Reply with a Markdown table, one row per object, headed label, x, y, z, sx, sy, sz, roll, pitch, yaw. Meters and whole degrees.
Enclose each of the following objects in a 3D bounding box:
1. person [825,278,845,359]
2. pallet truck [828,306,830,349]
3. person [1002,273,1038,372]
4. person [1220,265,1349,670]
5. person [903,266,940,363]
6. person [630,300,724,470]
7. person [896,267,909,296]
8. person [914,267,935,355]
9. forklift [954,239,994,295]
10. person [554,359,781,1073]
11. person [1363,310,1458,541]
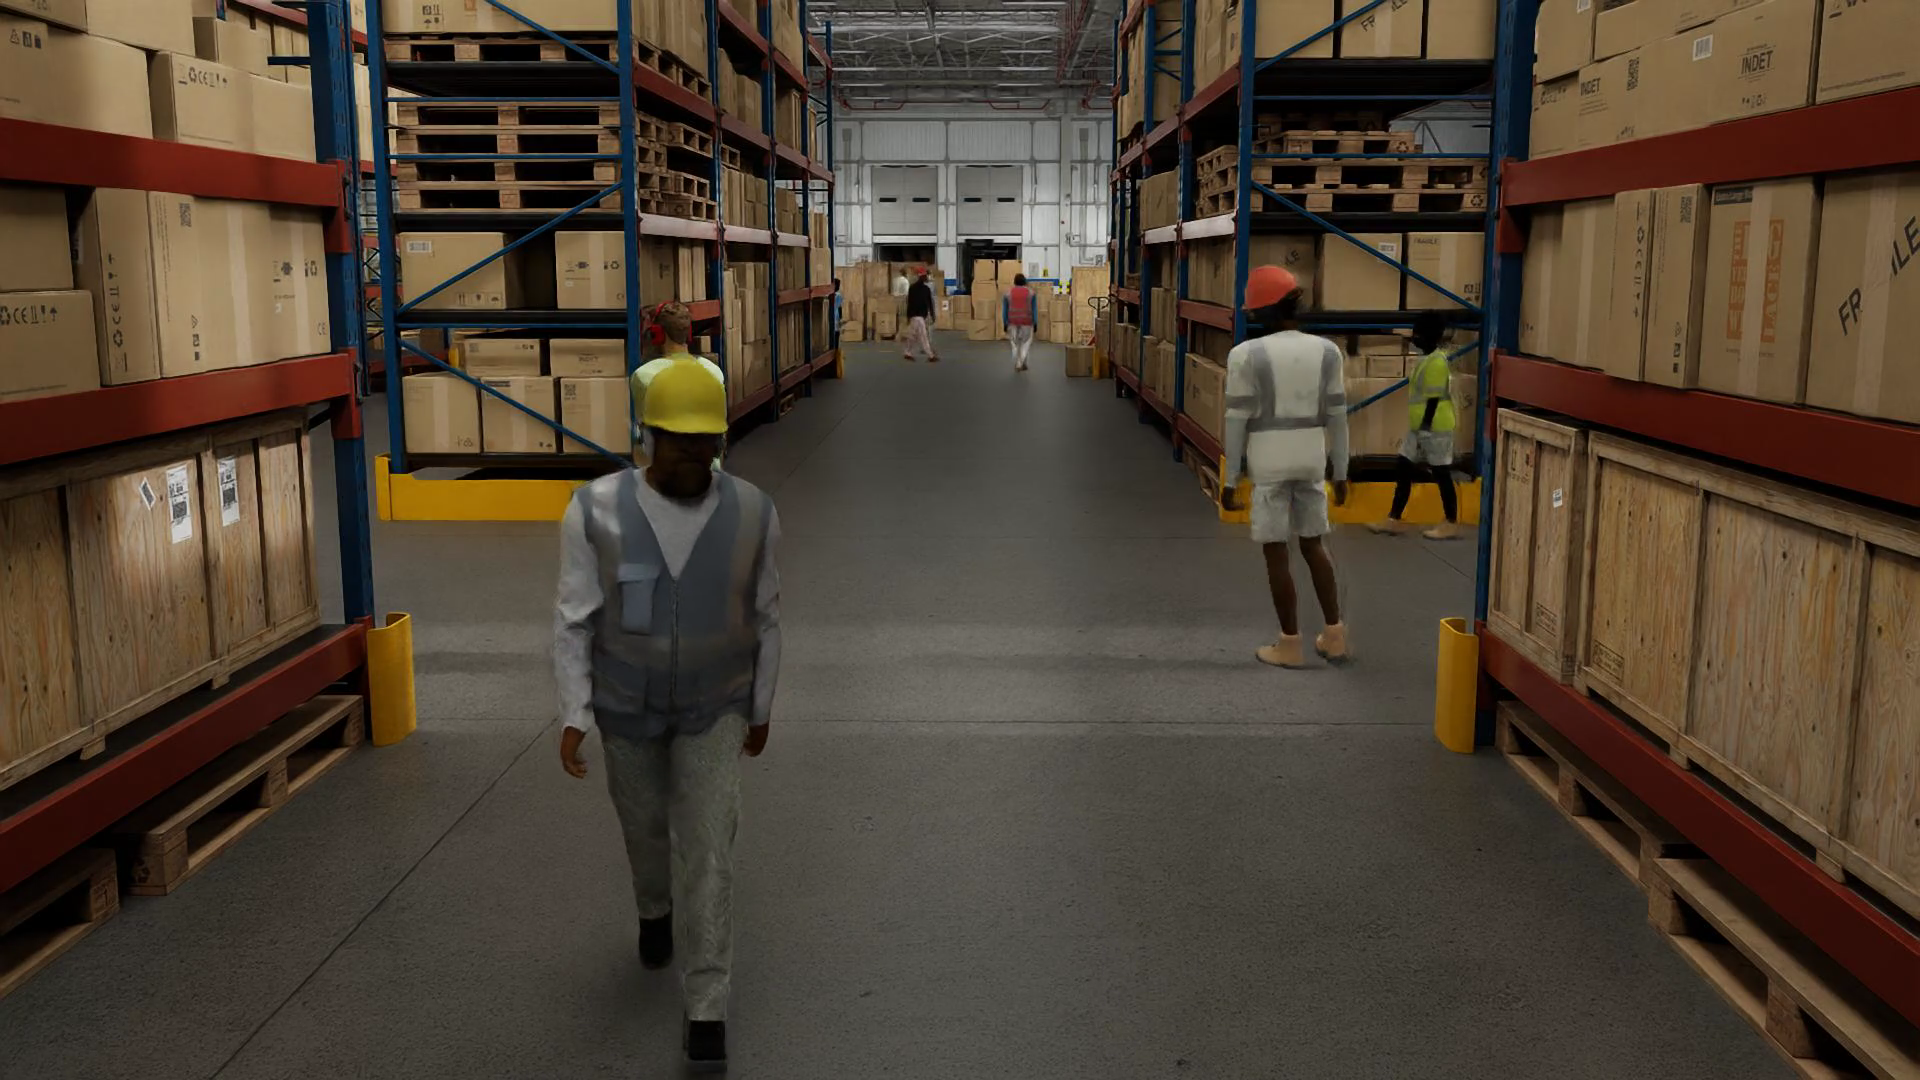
| label | x | y | z | sx | sy | sz | roll | pitch | yaw |
| --- | --- | --- | --- | --- | --- | --- | --- | --- | --- |
| person | -2.632 | -4.635 | 34.853 | 0.318 | 1.698 | 0.539 | -8 | 12 | -39 |
| pallet truck | -3.100 | -3.940 | 29.800 | 1.885 | 1.965 | 0.823 | 3 | 10 | 19 |
| person | 1.120 | -4.023 | 30.812 | 0.661 | 1.821 | 0.657 | 1 | 10 | 7 |
| person | 1.613 | -0.349 | 8.290 | 0.663 | 2.012 | 0.428 | -3 | 10 | -17 |
| person | -0.815 | -4.550 | 33.629 | 1.016 | 1.947 | 0.633 | 7 | 12 | 36 |
| person | -1.374 | -0.258 | 8.242 | 0.382 | 1.837 | 0.567 | 7 | 12 | 35 |
| person | -1.650 | -6.706 | 46.706 | 1.017 | 1.897 | 0.649 | -3 | 10 | -19 |
| person | -0.784 | -5.020 | 36.476 | 0.432 | 1.931 | 0.660 | 7 | 12 | 37 |
| forklift | 0.663 | -8.876 | 56.731 | 1.129 | 2.768 | 1.873 | -5 | 11 | -29 |
| person | -0.771 | 0.402 | 4.455 | 0.591 | 1.790 | 0.954 | -2 | 10 | -11 |
| person | 3.294 | -0.818 | 12.050 | 0.768 | 1.663 | 0.551 | 0 | 9 | 1 |
